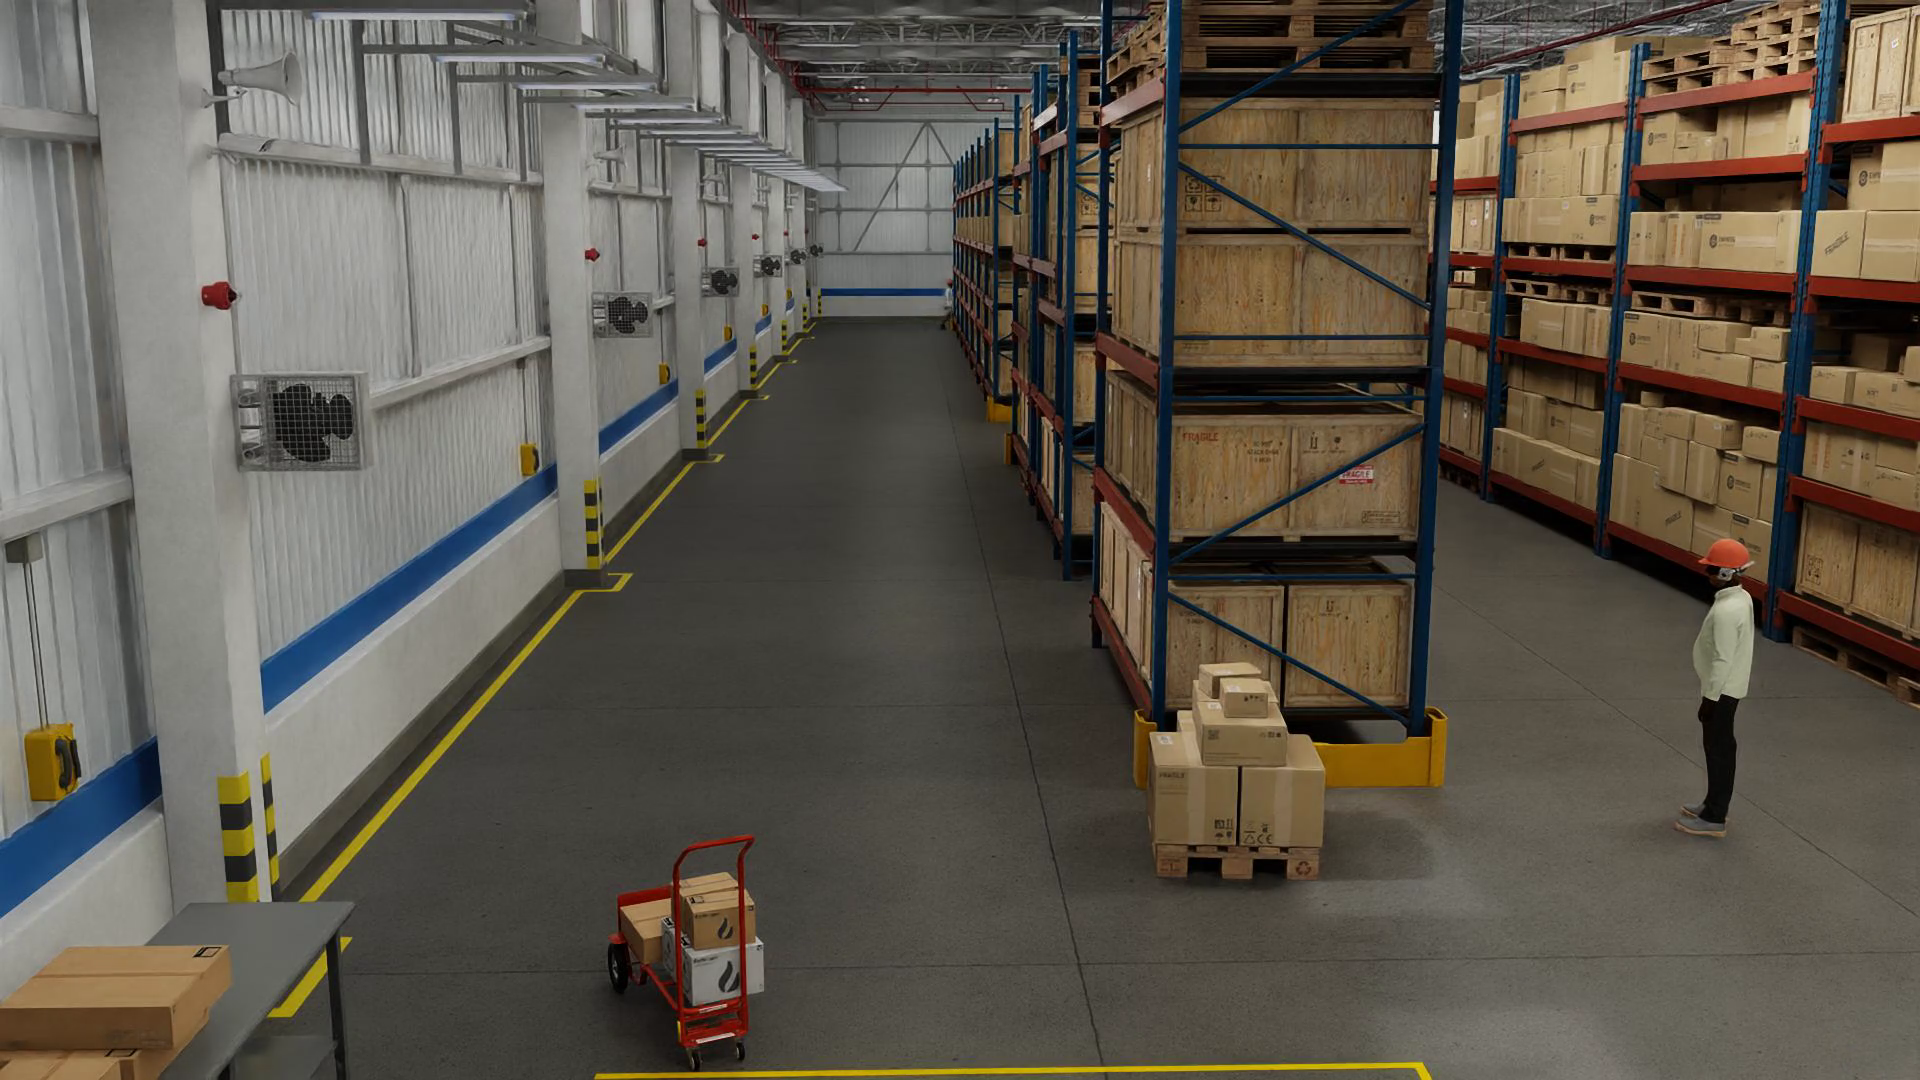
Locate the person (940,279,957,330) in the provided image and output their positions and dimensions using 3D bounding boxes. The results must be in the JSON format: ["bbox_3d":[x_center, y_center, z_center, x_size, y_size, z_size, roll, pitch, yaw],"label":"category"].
[{"bbox_3d":[-0.367,-8.820,62.325,0.940,1.896,0.556,-4,12,-20],"label":"person"}]

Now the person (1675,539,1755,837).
[{"bbox_3d":[5.056,0.976,11.081,0.376,1.995,0.612,7,13,31],"label":"person"}]
